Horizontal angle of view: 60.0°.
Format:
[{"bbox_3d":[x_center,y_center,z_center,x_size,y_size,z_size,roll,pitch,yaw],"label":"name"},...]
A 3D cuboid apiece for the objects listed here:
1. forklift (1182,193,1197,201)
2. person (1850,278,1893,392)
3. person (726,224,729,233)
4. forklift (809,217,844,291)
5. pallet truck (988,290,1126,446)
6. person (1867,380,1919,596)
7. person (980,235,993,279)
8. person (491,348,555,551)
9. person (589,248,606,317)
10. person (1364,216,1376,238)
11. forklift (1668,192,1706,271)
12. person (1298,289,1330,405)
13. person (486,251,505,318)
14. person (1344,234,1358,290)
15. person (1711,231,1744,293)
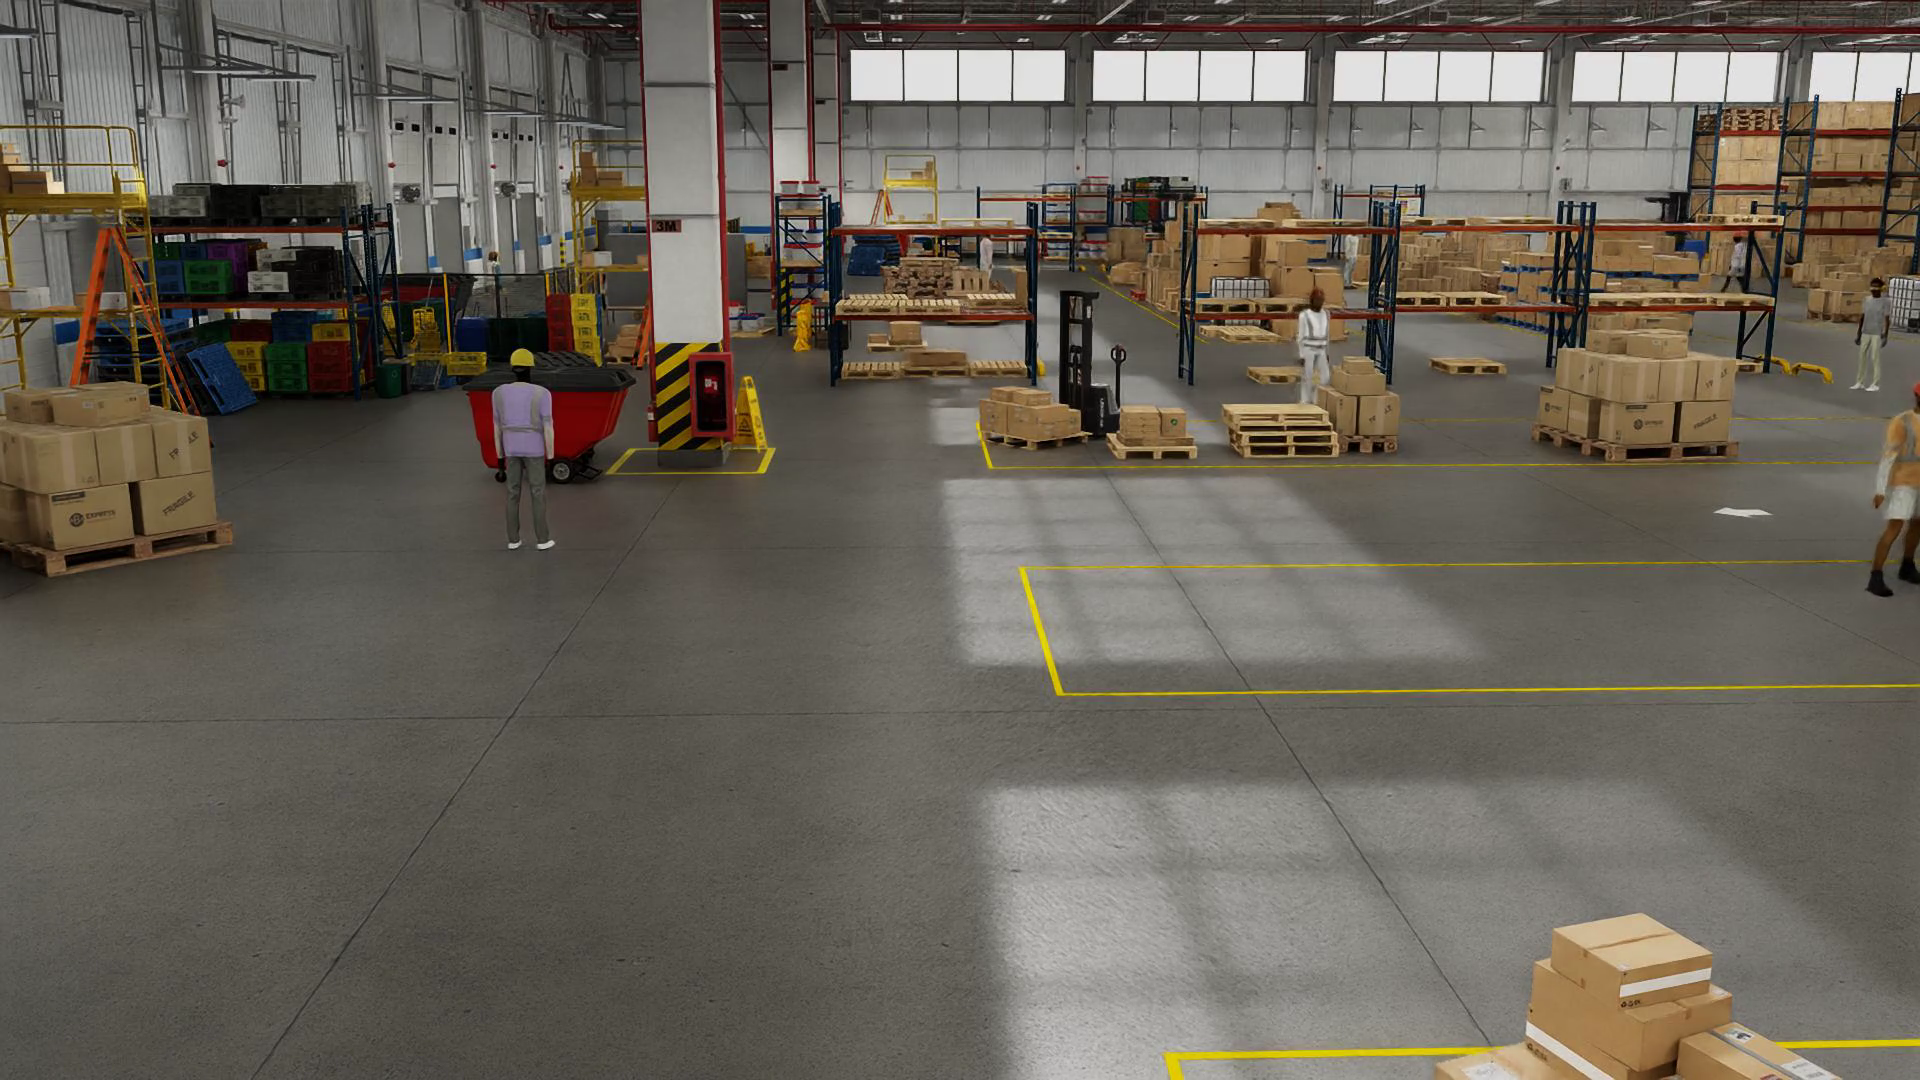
[{"bbox_3d":[7.795,-10.457,56.936,1.873,2.768,1.129,3,13,13],"label":"forklift"},{"bbox_3d":[14.934,-3.358,27.217,0.317,1.859,0.525,-7,14,-28],"label":"person"},{"bbox_3d":[-7.714,-9.473,54.685,0.392,1.917,0.589,3,13,13],"label":"person"},{"bbox_3d":[-4.375,-8.619,48.637,1.873,2.768,1.129,0,12,-2],"label":"forklift"},{"bbox_3d":[1.257,-2.299,22.111,1.885,1.965,0.823,-9,15,-35],"label":"pallet truck"},{"bbox_3d":[8.091,-0.481,14.203,0.764,1.884,0.554,-4,13,-17],"label":"person"},{"bbox_3d":[0.779,-7.995,47.963,0.379,1.940,0.629,-4,13,-18],"label":"person"},{"bbox_3d":[-4.124,-0.855,15.786,0.584,1.918,0.408,1,13,5],"label":"person"},{"bbox_3d":[-8.947,-6.343,41.058,0.552,1.695,0.317,8,15,33],"label":"person"},{"bbox_3d":[14.907,-10.730,60.180,0.613,1.995,0.391,4,13,17],"label":"person"},{"bbox_3d":[25.966,-11.189,60.240,1.873,2.768,1.129,0,12,-2],"label":"forklift"},{"bbox_3d":[5.193,-2.733,24.368,0.602,1.864,0.493,-6,14,-26],"label":"person"},{"bbox_3d":[-11.449,-6.266,40.865,0.521,1.632,0.313,11,17,41],"label":"person"},{"bbox_3d":[11.954,-8.619,50.777,0.372,1.941,0.627,11,16,40],"label":"person"},{"bbox_3d":[21.943,-7.810,47.229,0.971,1.890,0.555,9,15,34],"label":"person"}]
